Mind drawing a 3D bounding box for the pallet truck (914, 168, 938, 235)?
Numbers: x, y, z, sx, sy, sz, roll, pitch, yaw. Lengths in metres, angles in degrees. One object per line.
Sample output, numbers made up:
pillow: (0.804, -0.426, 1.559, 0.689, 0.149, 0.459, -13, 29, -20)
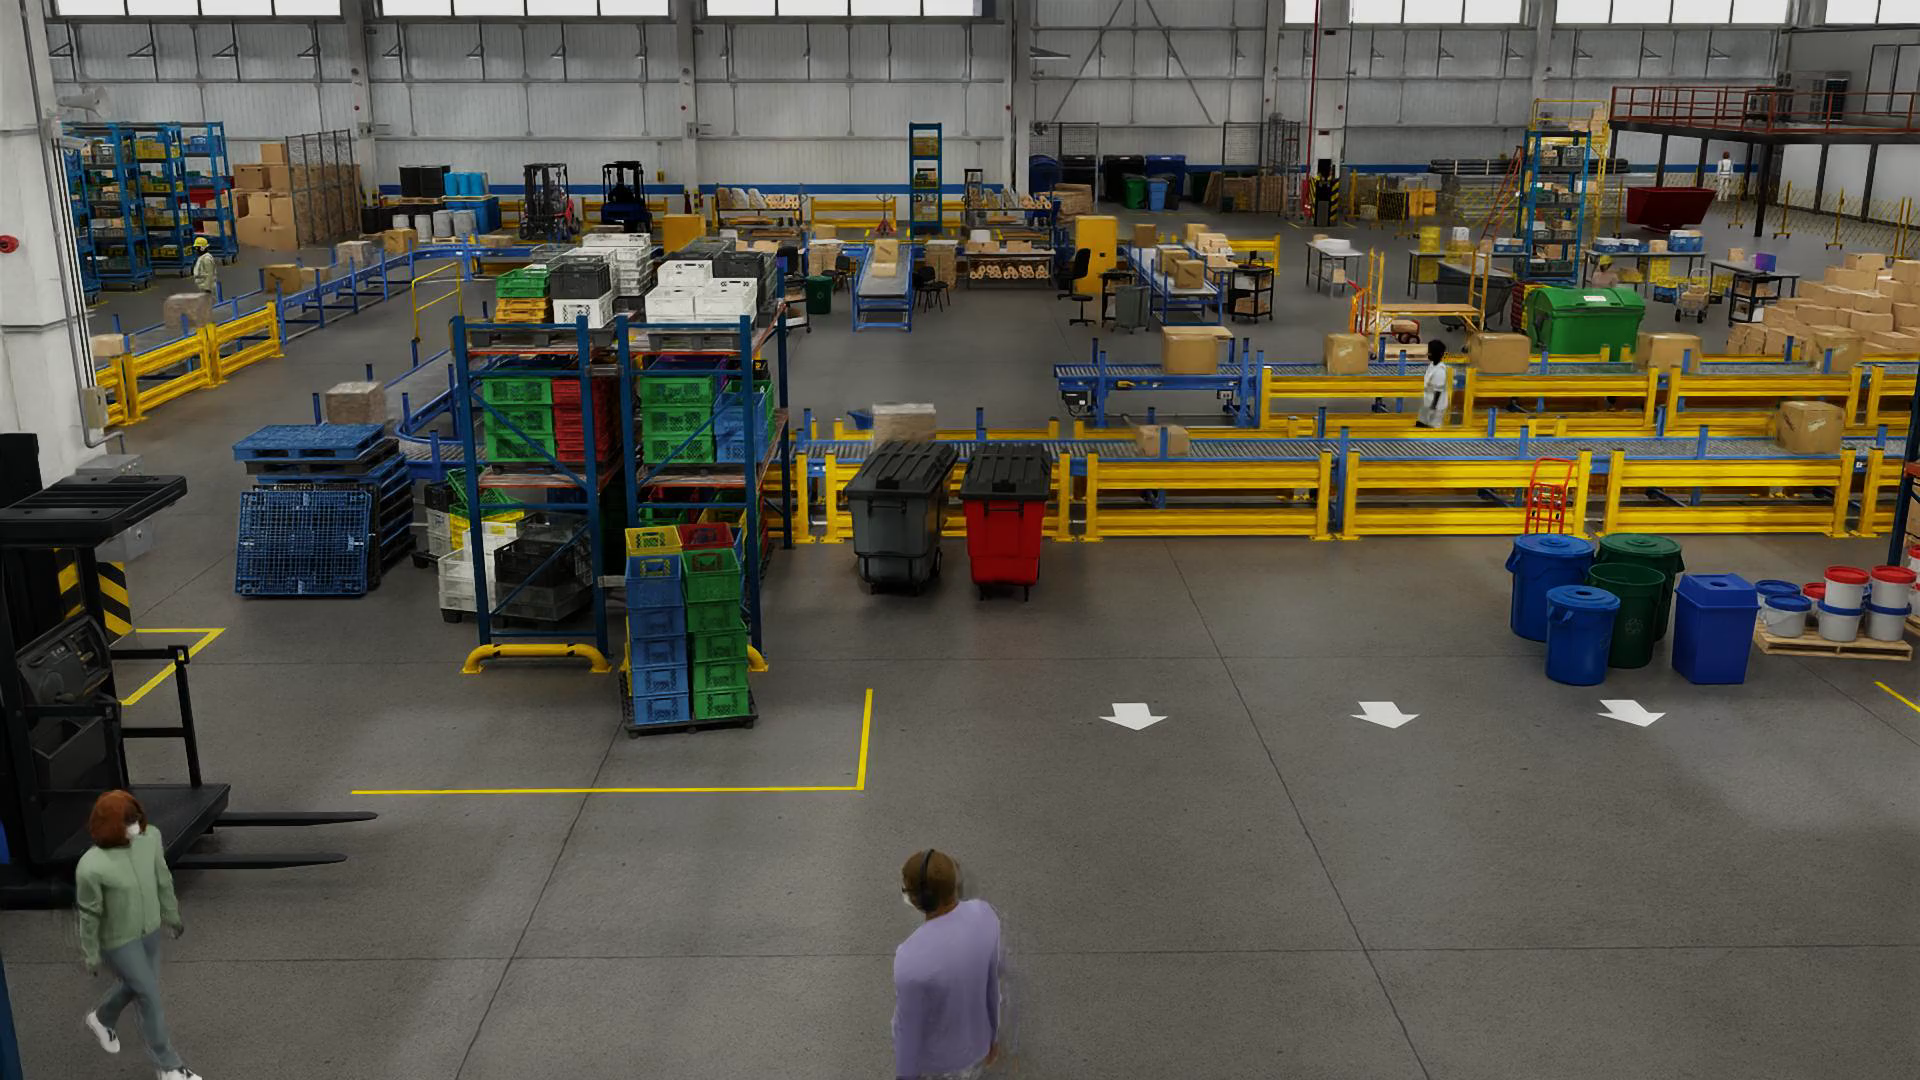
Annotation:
pallet truck: (-0.989, -10.316, 50.507, 0.823, 1.965, 1.885, 1, 16, 3)

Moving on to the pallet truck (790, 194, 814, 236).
pallet truck: (-4.814, -9.883, 50.259, 0.704, 1.261, 1.522, -1, 16, -3)

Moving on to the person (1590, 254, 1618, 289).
person: (11.620, -4.281, 29.984, 0.568, 1.749, 0.525, -11, 19, -33)

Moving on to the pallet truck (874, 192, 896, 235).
pallet truck: (-2.277, -9.986, 50.594, 0.653, 1.274, 1.630, 0, 16, -1)

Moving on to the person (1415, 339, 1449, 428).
person: (6.009, -1.711, 21.136, 0.372, 1.681, 0.546, 1, 16, 4)

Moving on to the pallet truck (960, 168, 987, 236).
pallet truck: (0.383, -10.230, 50.206, 0.823, 1.965, 1.885, -1, 16, -3)

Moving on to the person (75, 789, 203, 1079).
person: (-4.242, 1.987, 8.442, 0.762, 1.604, 0.501, 5, 17, 18)

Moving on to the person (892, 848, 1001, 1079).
person: (0.005, 2.222, 7.112, 0.890, 1.908, 0.642, 11, 20, 35)

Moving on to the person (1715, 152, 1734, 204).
person: (28.110, -13.332, 61.191, 0.579, 1.882, 0.342, -1, 16, -2)

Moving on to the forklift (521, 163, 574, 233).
forklift: (-12.233, -10.122, 49.298, 1.157, 1.987, 2.680, 0, 16, -1)

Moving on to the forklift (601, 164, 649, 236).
forklift: (-9.948, -10.127, 49.296, 1.157, 1.987, 2.680, -1, 16, -3)

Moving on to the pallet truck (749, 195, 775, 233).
pallet truck: (-6.051, -9.967, 50.660, 0.680, 1.201, 1.601, 0, 16, -1)

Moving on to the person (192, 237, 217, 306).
person: (-14.478, -4.891, 31.942, 0.404, 1.833, 0.590, -9, 19, -29)

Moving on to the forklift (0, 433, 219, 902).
forklift: (-5.952, 0.780, 10.366, 1.873, 2.768, 1.129, 0, 16, -1)
